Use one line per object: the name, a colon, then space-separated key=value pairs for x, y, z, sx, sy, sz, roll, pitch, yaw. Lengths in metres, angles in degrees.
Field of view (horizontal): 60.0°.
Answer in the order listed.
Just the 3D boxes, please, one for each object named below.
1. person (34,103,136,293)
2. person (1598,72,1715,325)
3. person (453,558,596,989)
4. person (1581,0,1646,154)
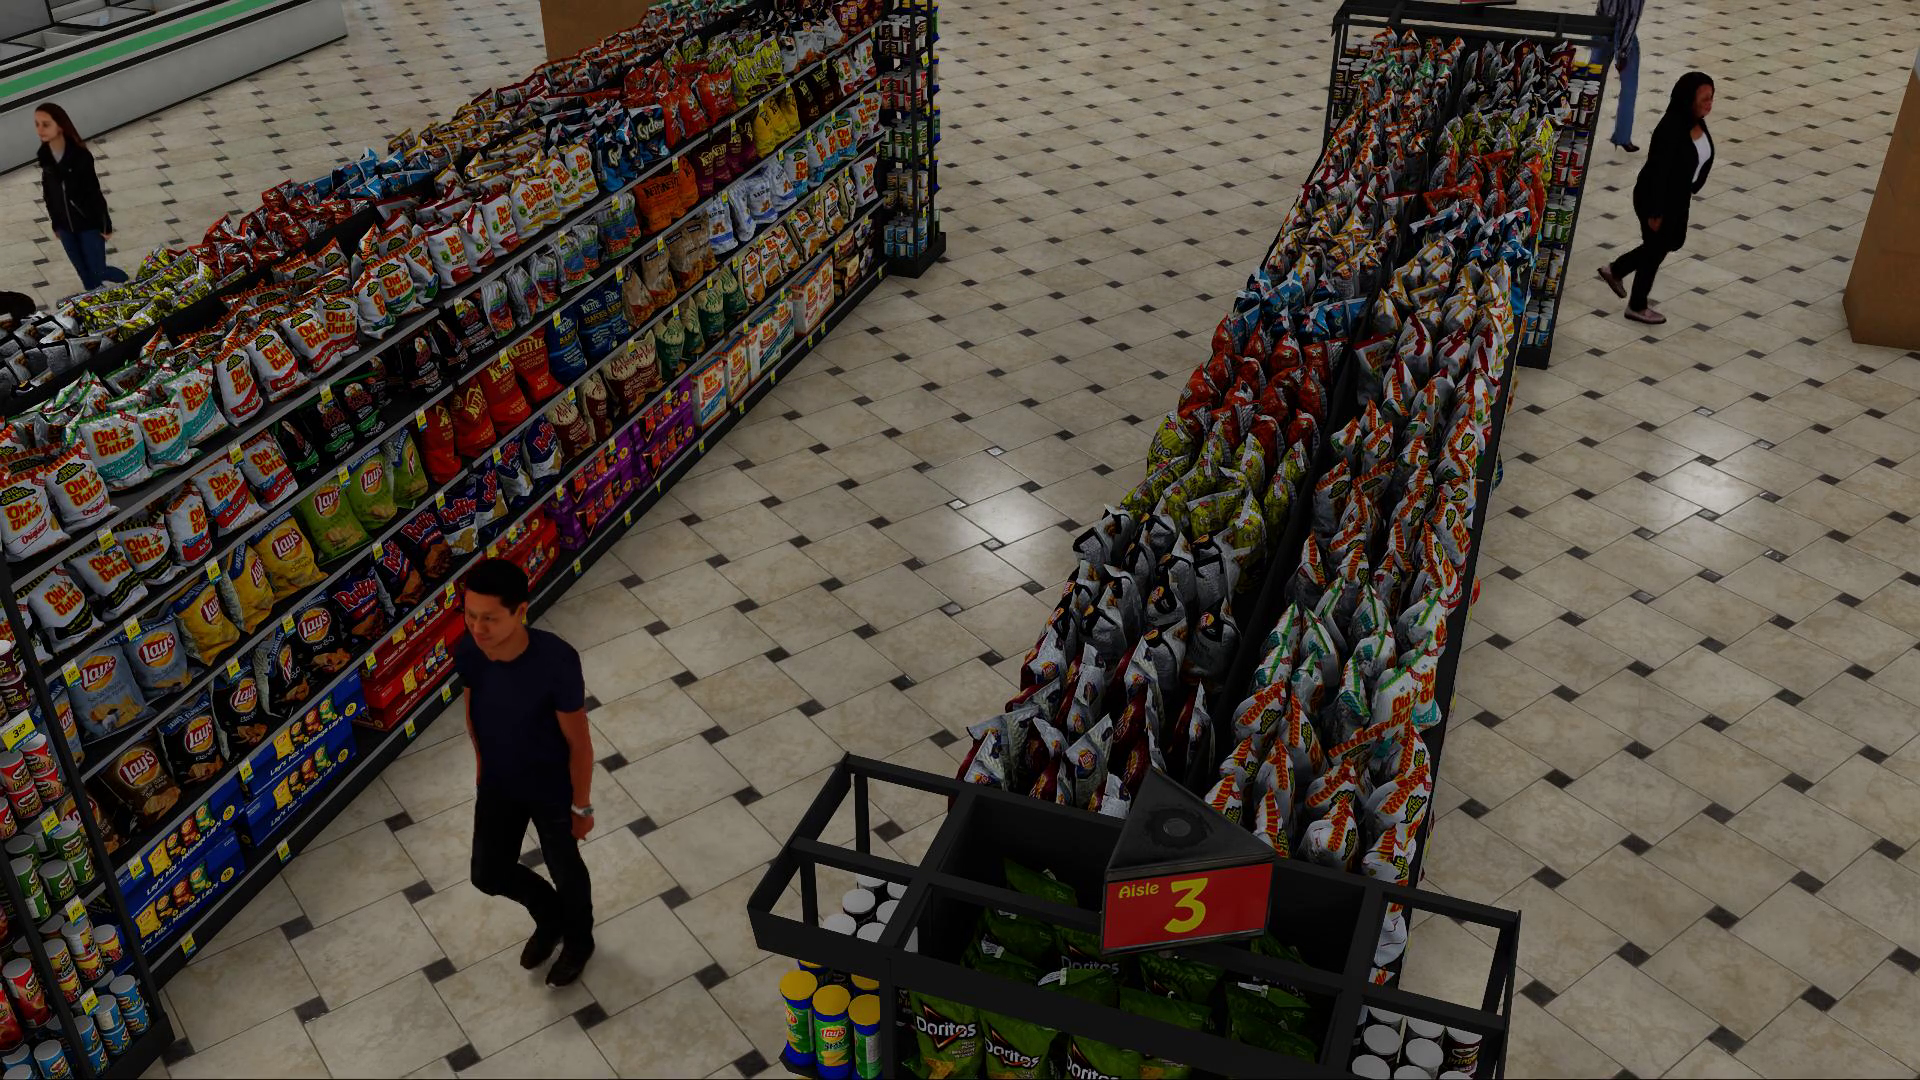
person: x=-5.438 y=-2.011 z=10.369 sx=0.565 sy=1.471 sz=0.698 roll=10 pitch=33 yaw=15
person: x=4.355 y=-2.160 z=10.480 sx=0.815 sy=1.607 sz=0.784 roll=21 pitch=37 yaw=30
person: x=-1.392 y=0.760 z=5.626 sx=0.660 sy=1.778 sz=0.578 roll=11 pitch=34 yaw=17
person: x=5.043 y=-3.866 z=13.084 sx=1.130 sy=1.754 sz=1.159 roll=-9 pitch=33 yaw=-14
